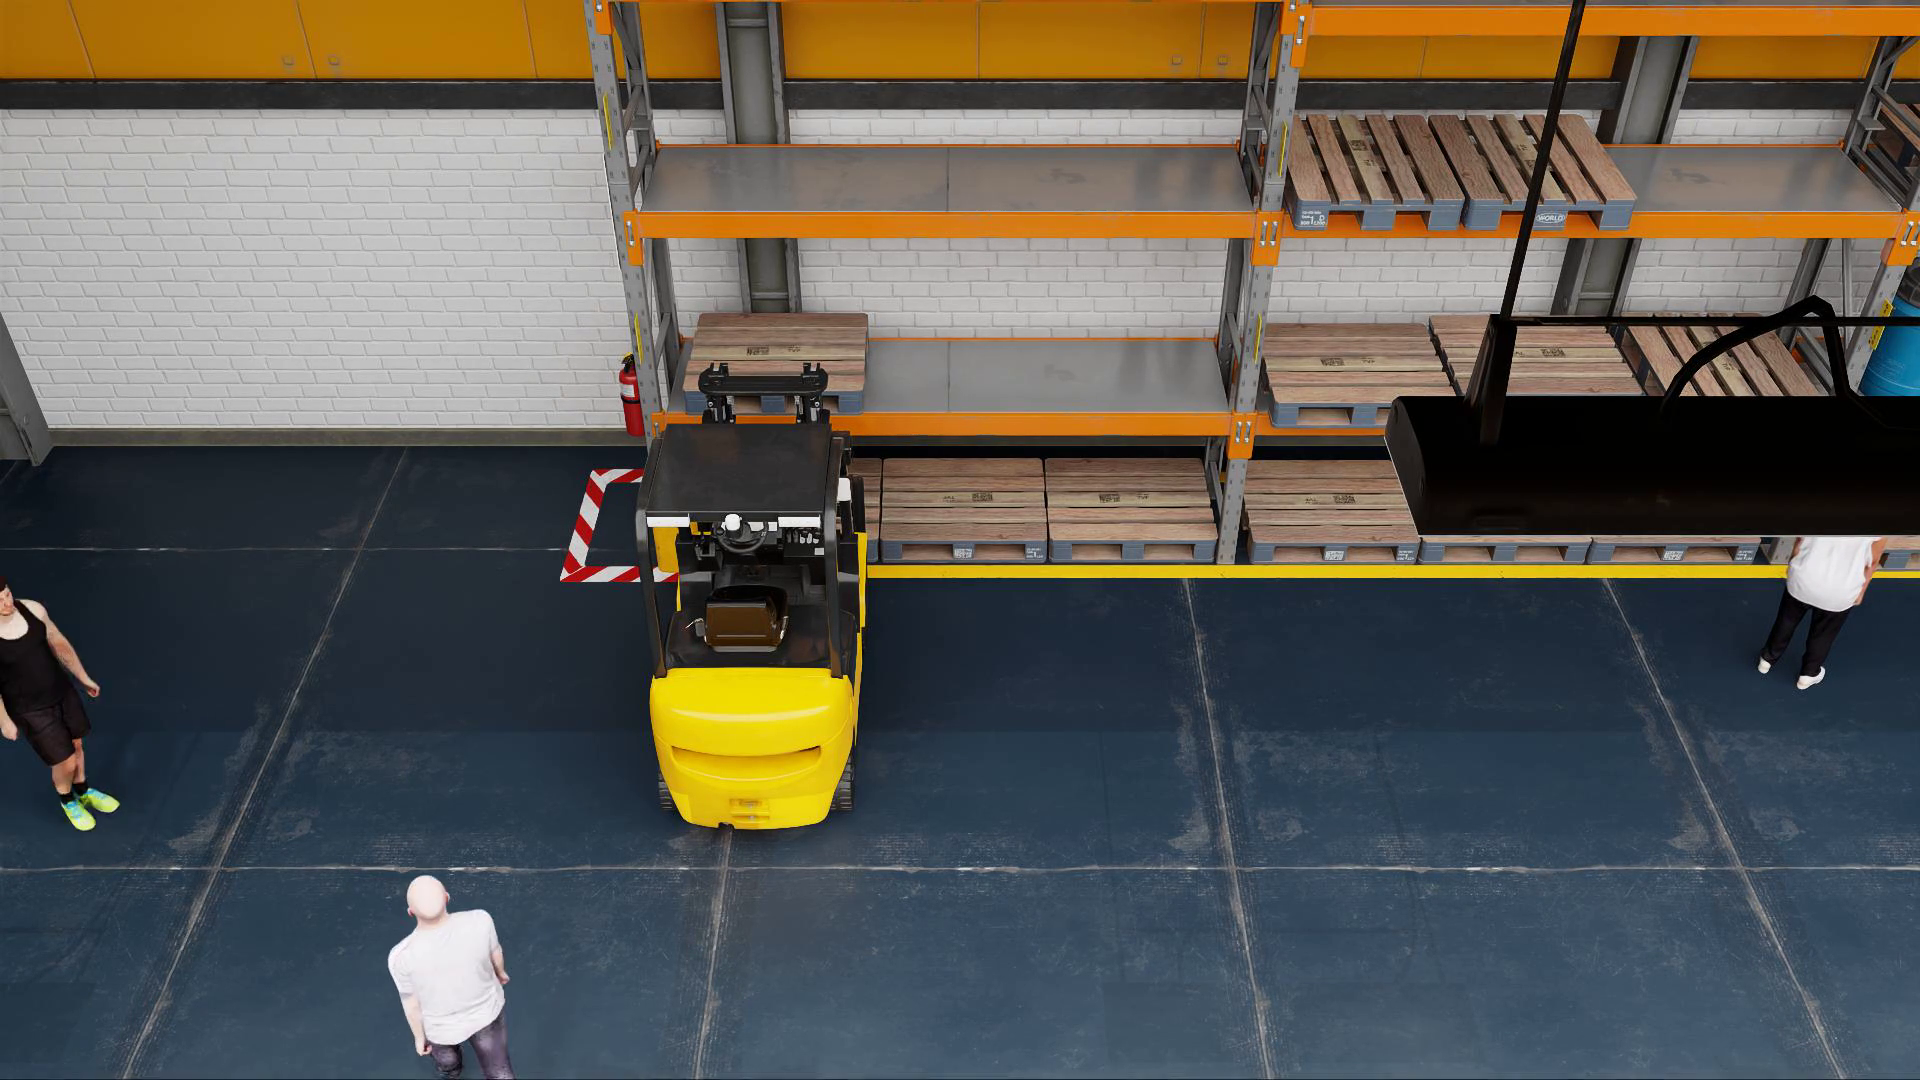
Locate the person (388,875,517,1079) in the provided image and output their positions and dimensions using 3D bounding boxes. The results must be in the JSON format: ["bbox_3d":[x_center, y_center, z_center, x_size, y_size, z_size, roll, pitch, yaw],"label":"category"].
[{"bbox_3d":[-2.328,2.327,7.896,1.232,1.781,1.154,-22,44,-25],"label":"person"}]

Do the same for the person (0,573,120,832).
[{"bbox_3d":[-5.372,0.893,9.612,0.743,1.880,0.770,12,40,14],"label":"person"}]

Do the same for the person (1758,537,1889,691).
[{"bbox_3d":[5.526,0.221,10.608,0.750,1.688,0.819,29,47,31],"label":"person"}]
